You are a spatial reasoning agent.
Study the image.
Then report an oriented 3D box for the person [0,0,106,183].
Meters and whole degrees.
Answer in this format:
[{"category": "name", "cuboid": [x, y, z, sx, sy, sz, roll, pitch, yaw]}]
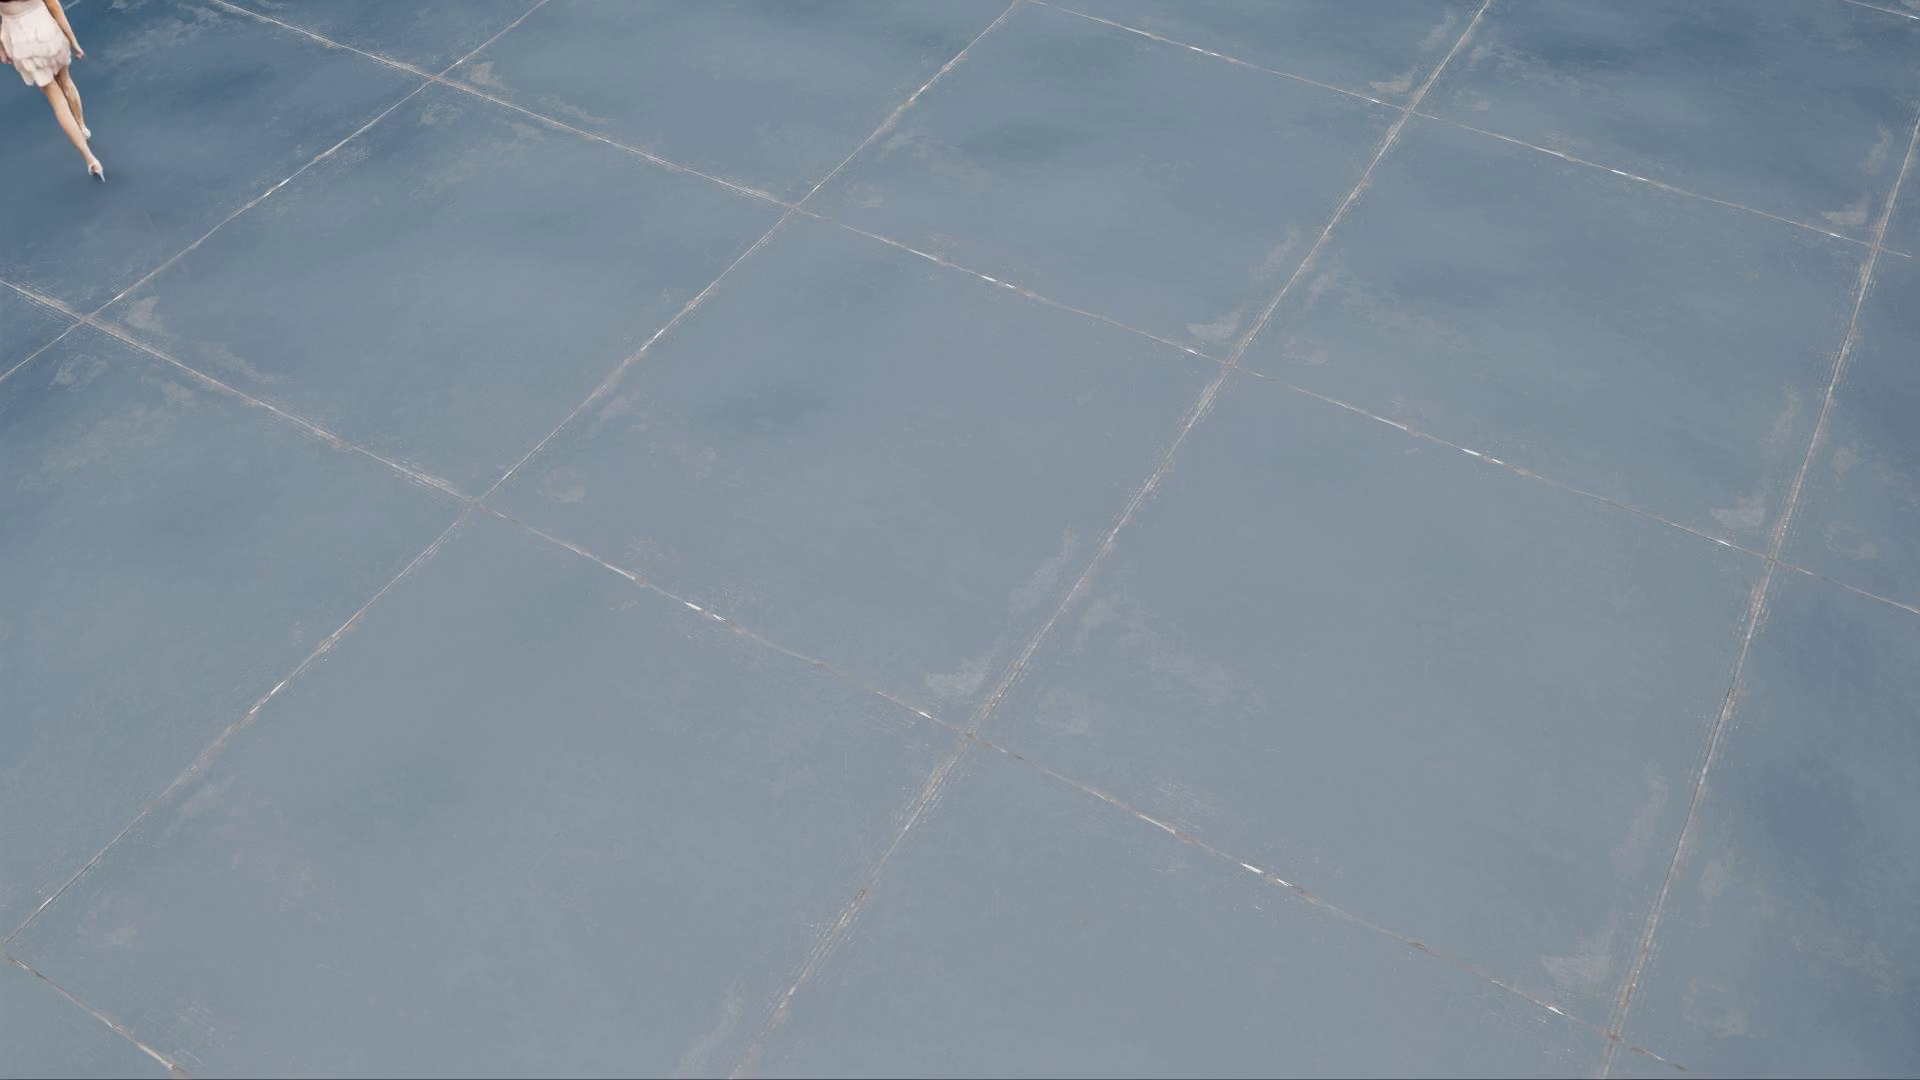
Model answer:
[{"category": "person", "cuboid": [-5.575, -2.943, 10.123, 0.771, 1.711, 0.934, -30, 54, -25]}]
